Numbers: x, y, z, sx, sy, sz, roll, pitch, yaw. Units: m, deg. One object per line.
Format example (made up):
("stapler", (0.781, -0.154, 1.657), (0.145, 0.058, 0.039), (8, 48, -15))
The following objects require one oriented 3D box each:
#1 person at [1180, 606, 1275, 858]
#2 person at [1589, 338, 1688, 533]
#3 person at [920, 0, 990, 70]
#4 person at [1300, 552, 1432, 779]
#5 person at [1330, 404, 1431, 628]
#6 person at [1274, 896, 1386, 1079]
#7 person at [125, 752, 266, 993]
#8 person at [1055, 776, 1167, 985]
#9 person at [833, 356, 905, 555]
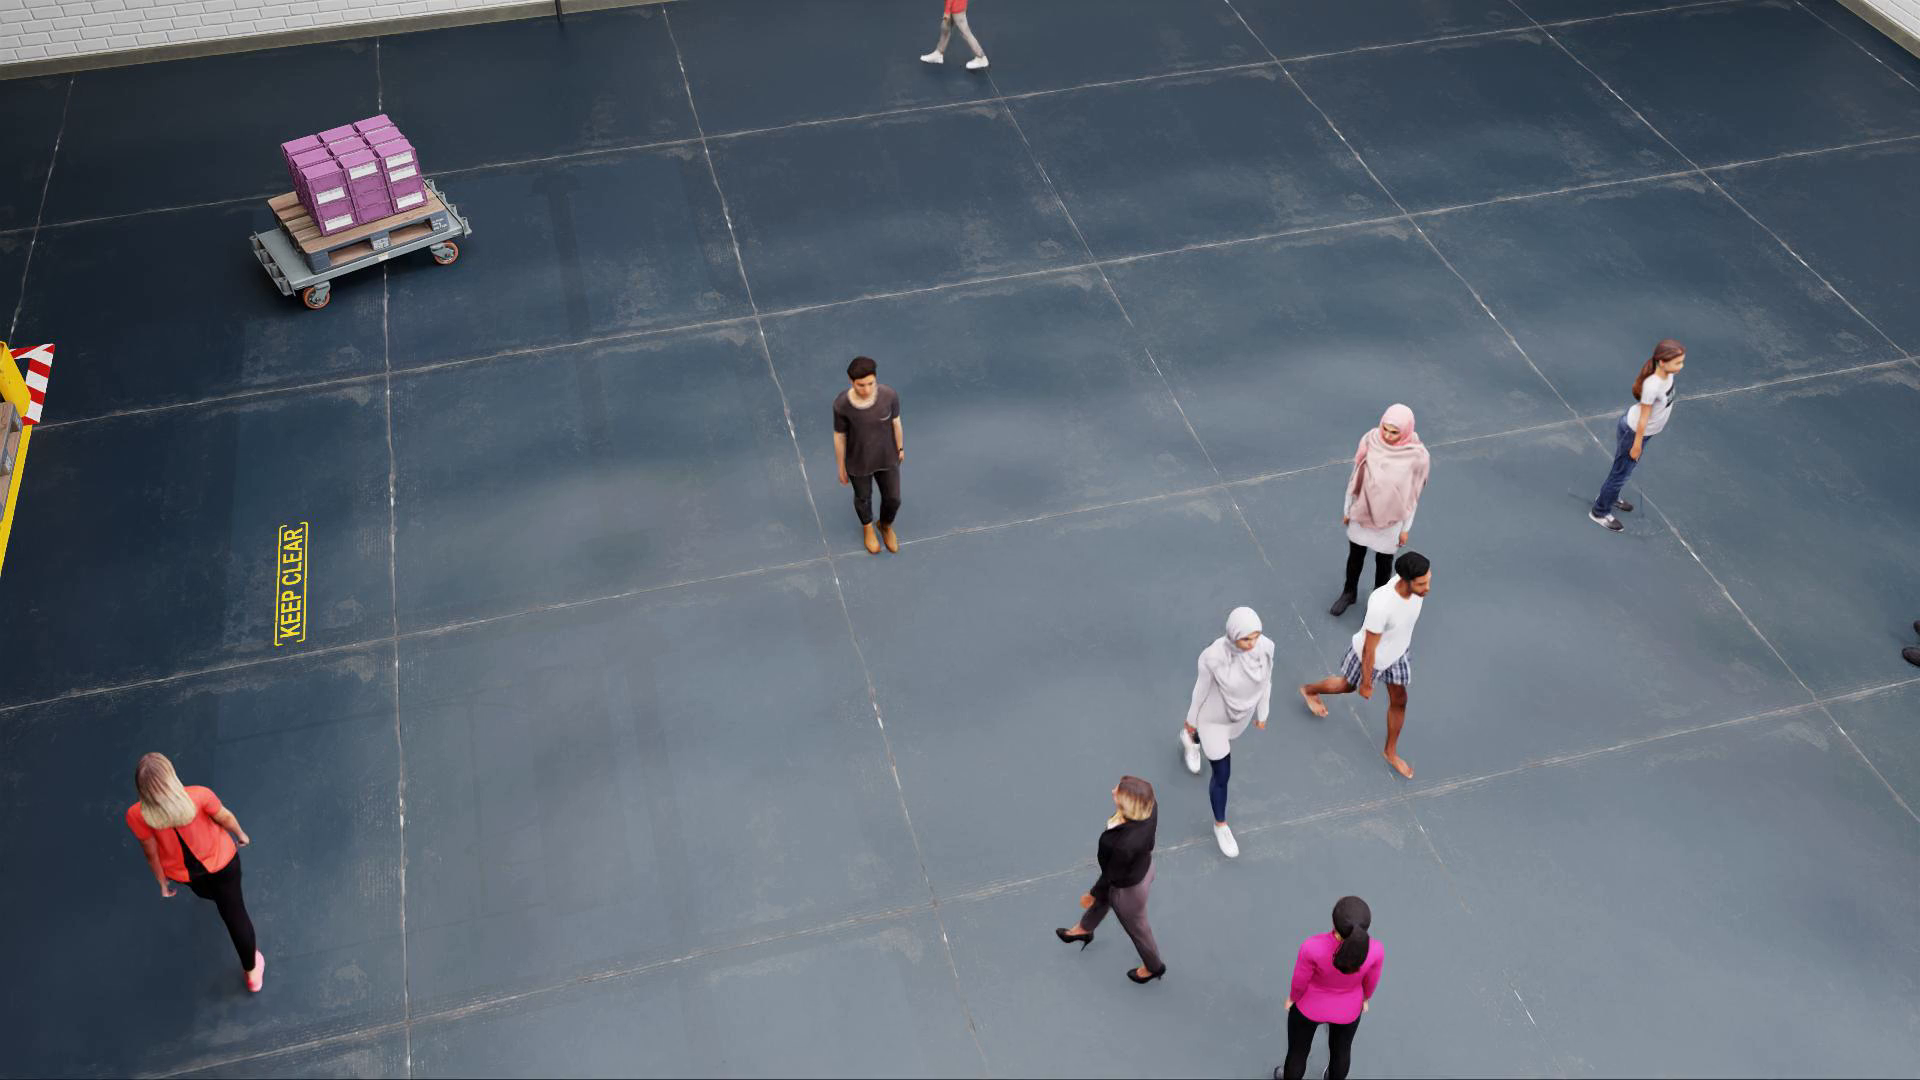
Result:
("person", (1.519, 0.960, 9.687), (0.666, 1.739, 1.143), (-14, 45, -14))
("person", (4.752, -0.771, 11.633), (0.673, 1.562, 0.621), (25, 49, 24))
("person", (0.038, -5.328, 16.544), (0.806, 1.386, 0.940), (5, 44, 5))
("person", (2.471, 0.639, 10.065), (0.940, 1.684, 1.221), (-28, 50, -27))
("person", (2.733, -0.168, 10.826), (0.718, 1.801, 0.776), (22, 48, 21))
("person", (1.834, 2.323, 8.286), (0.647, 1.699, 0.641), (0, 44, 0))
("person", (-4.033, 1.806, 8.868), (0.684, 1.645, 1.112), (-15, 46, -15))
("person", (0.985, 1.863, 8.808), (0.927, 1.643, 0.932), (12, 45, 12))
("person", (-0.627, -0.637, 11.391), (0.644, 1.702, 0.562), (-10, 44, -10))
